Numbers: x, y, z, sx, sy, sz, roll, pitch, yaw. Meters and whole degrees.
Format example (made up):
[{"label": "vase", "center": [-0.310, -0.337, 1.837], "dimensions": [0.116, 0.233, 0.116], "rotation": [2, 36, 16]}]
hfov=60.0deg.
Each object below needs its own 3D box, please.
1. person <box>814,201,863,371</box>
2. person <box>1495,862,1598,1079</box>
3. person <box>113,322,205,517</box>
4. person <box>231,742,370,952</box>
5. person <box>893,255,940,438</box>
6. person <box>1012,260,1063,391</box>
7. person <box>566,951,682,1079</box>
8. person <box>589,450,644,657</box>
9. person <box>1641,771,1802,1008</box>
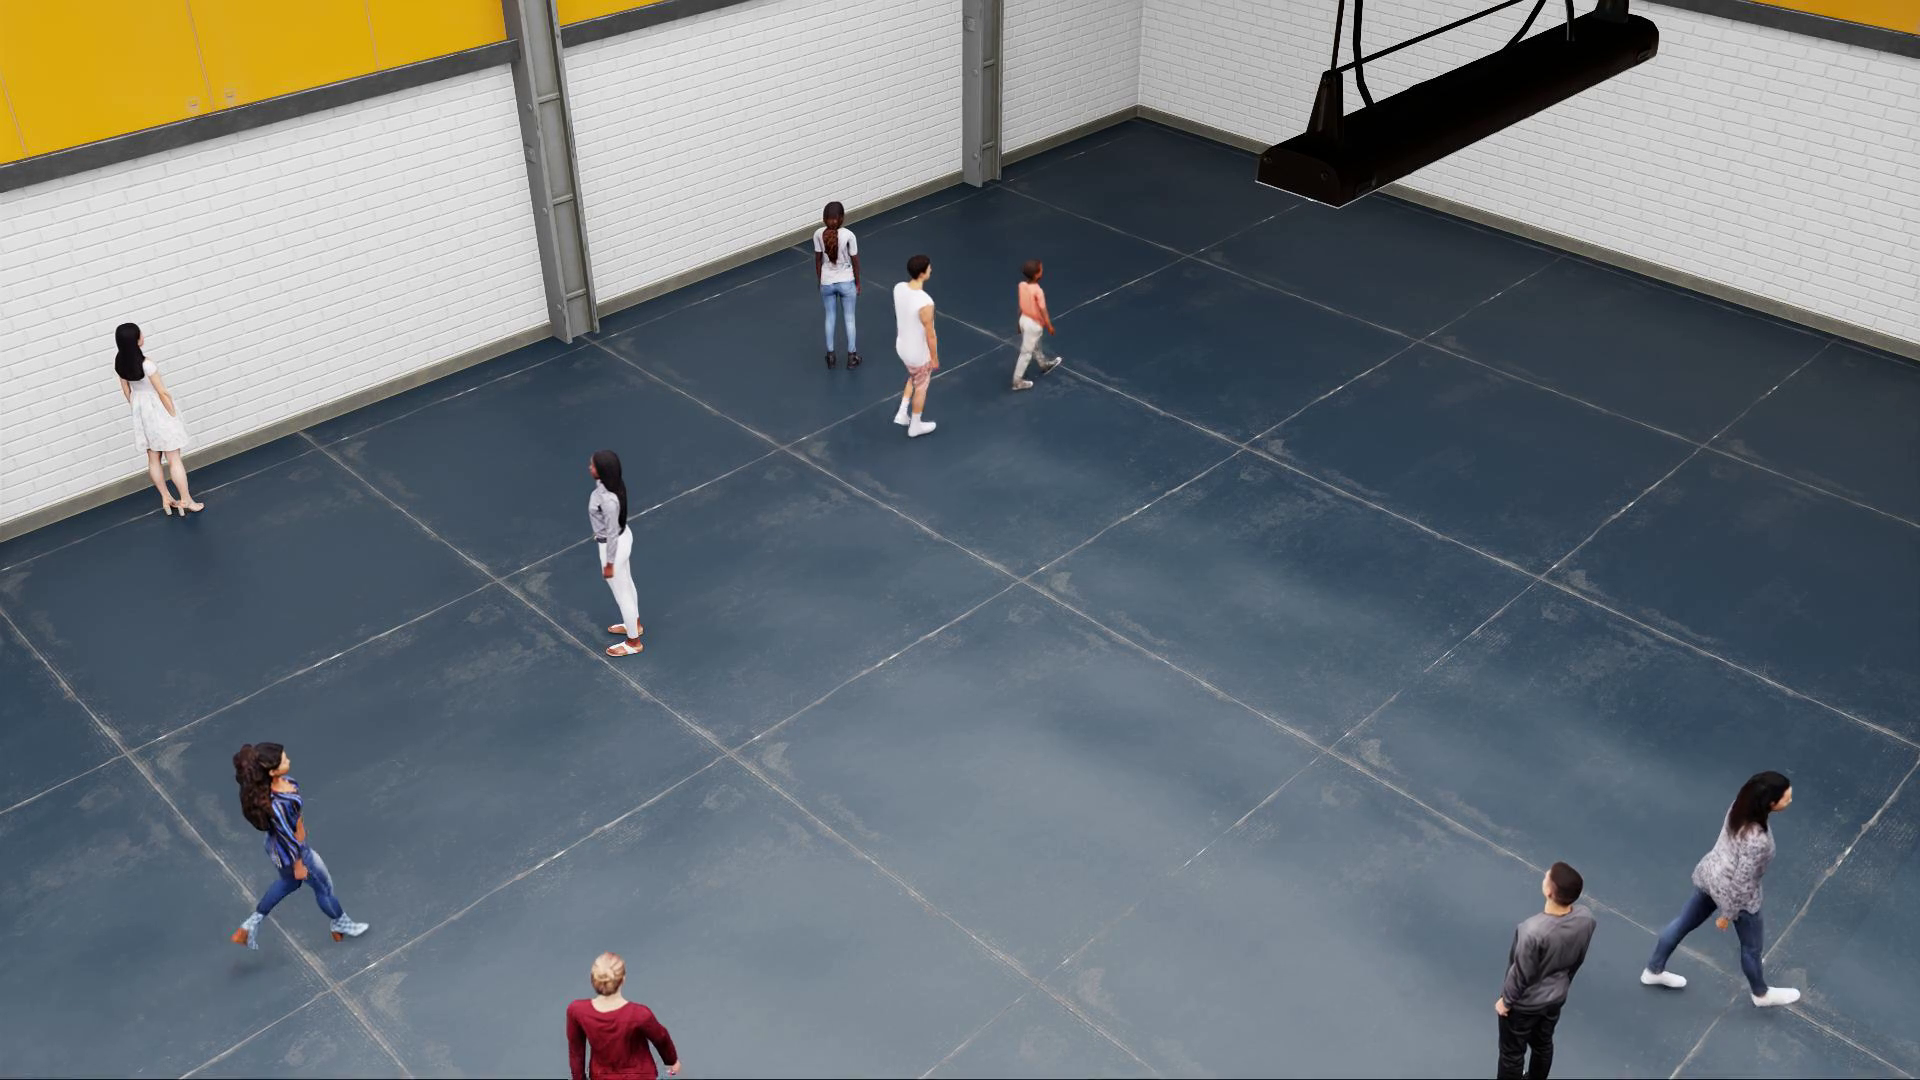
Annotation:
[{"label": "person", "center": [-1.183, -2.475, 16.133], "dimensions": [0.668, 1.720, 0.701], "rotation": [5, 34, 7]}, {"label": "person", "center": [3.041, 2.387, 8.782], "dimensions": [0.607, 1.760, 0.749], "rotation": [-13, 36, -19]}, {"label": "person", "center": [-6.711, -1.001, 13.866], "dimensions": [0.762, 1.775, 0.790], "rotation": [9, 35, 14]}, {"label": "person", "center": [-3.990, 1.836, 9.755], "dimensions": [1.044, 1.601, 0.781], "rotation": [-18, 38, -25]}, {"label": "person", "center": [-0.468, -1.698, 14.920], "dimensions": [0.717, 1.769, 0.692], "rotation": [-24, 40, -31]}, {"label": "person", "center": [0.636, -2.032, 15.861], "dimensions": [0.898, 1.283, 0.631], "rotation": [-18, 38, -25]}, {"label": "person", "center": [-1.709, 2.745, 8.322], "dimensions": [0.952, 1.674, 1.065], "rotation": [5, 34, 8]}, {"label": "person", "center": [-2.547, 0.072, 12.298], "dimensions": [0.715, 1.724, 0.673], "rotation": [-3, 34, -4]}, {"label": "person", "center": [4.267, 1.976, 9.458], "dimensions": [1.104, 1.696, 1.072], "rotation": [2, 34, 2]}]
